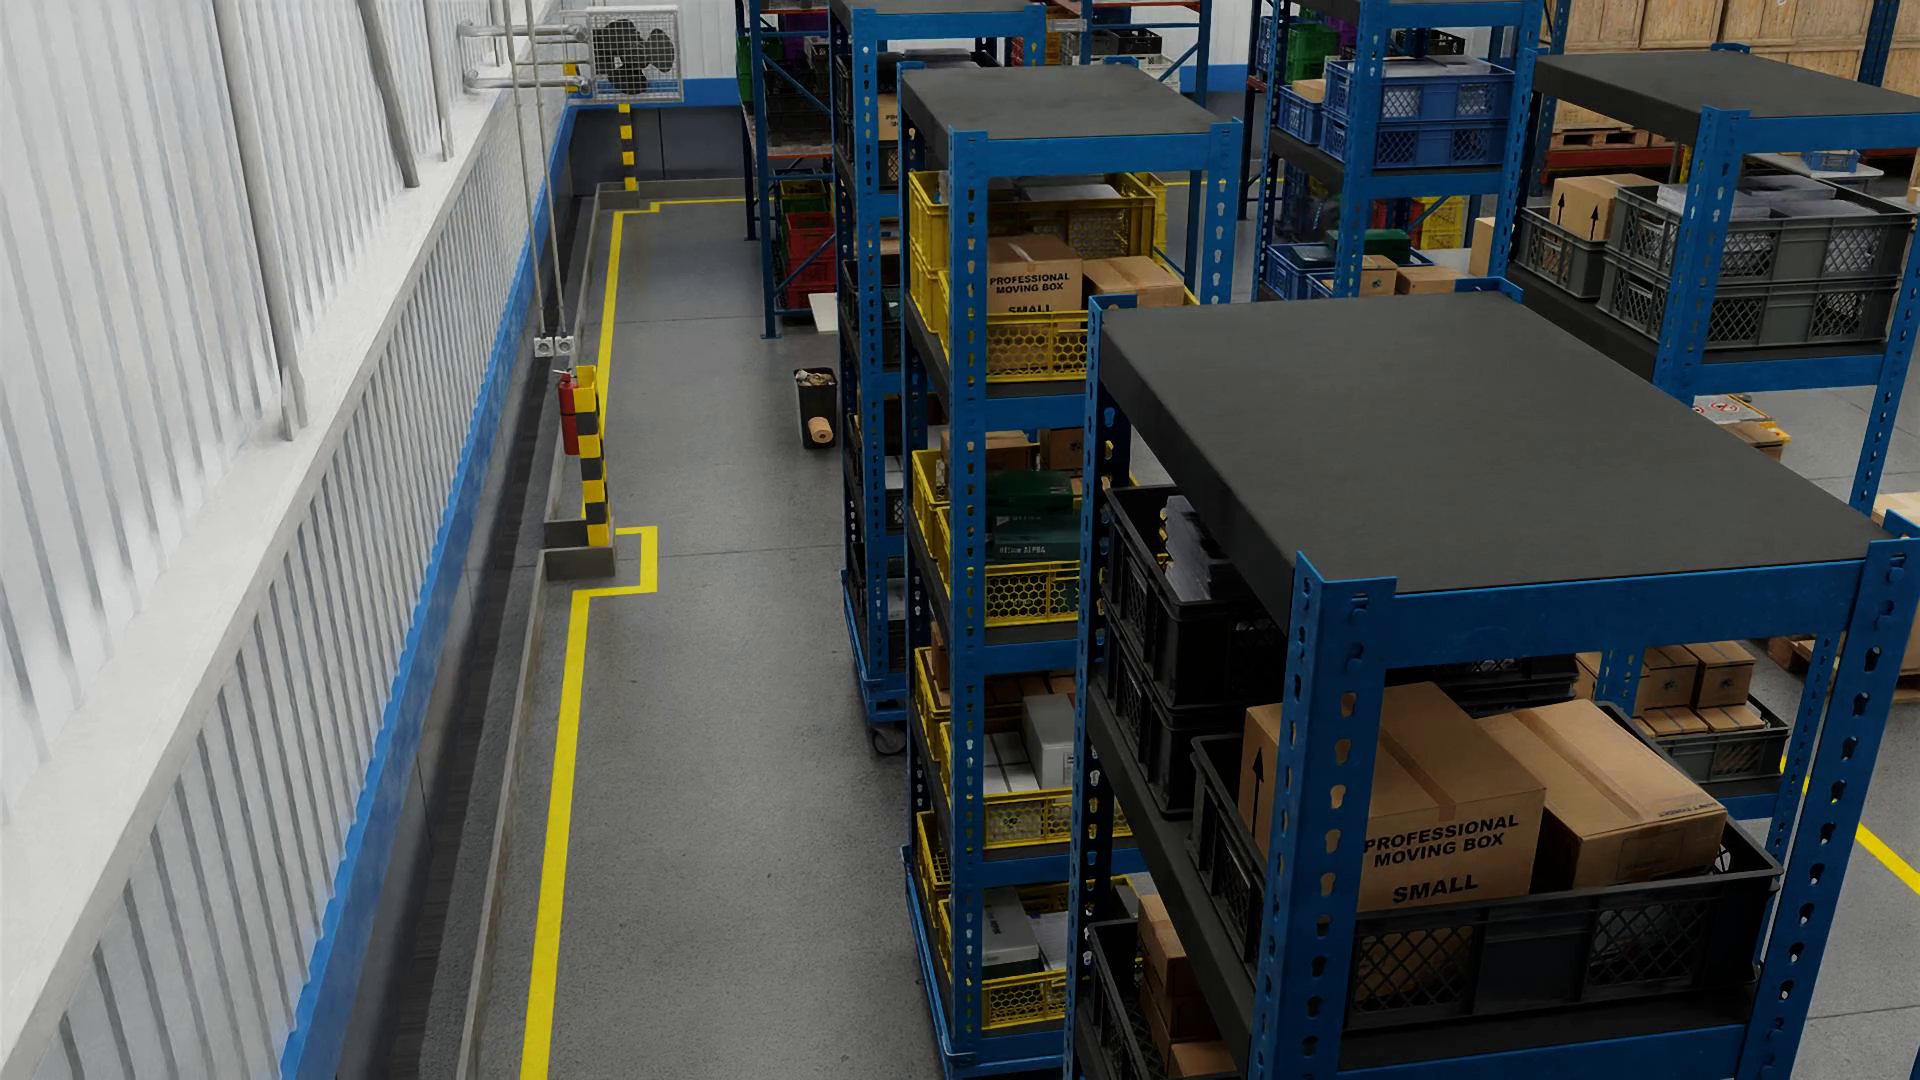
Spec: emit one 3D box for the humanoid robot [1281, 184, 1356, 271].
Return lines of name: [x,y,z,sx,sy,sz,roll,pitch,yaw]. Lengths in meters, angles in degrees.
humanoid robot: [2.842,-2.194,13.406,0.594,1.625,0.620,18,30,34]

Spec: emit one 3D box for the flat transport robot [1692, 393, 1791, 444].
flat transport robot: [5.224,-0.859,12.132,1.431,0.197,0.652,-4,25,-8]
